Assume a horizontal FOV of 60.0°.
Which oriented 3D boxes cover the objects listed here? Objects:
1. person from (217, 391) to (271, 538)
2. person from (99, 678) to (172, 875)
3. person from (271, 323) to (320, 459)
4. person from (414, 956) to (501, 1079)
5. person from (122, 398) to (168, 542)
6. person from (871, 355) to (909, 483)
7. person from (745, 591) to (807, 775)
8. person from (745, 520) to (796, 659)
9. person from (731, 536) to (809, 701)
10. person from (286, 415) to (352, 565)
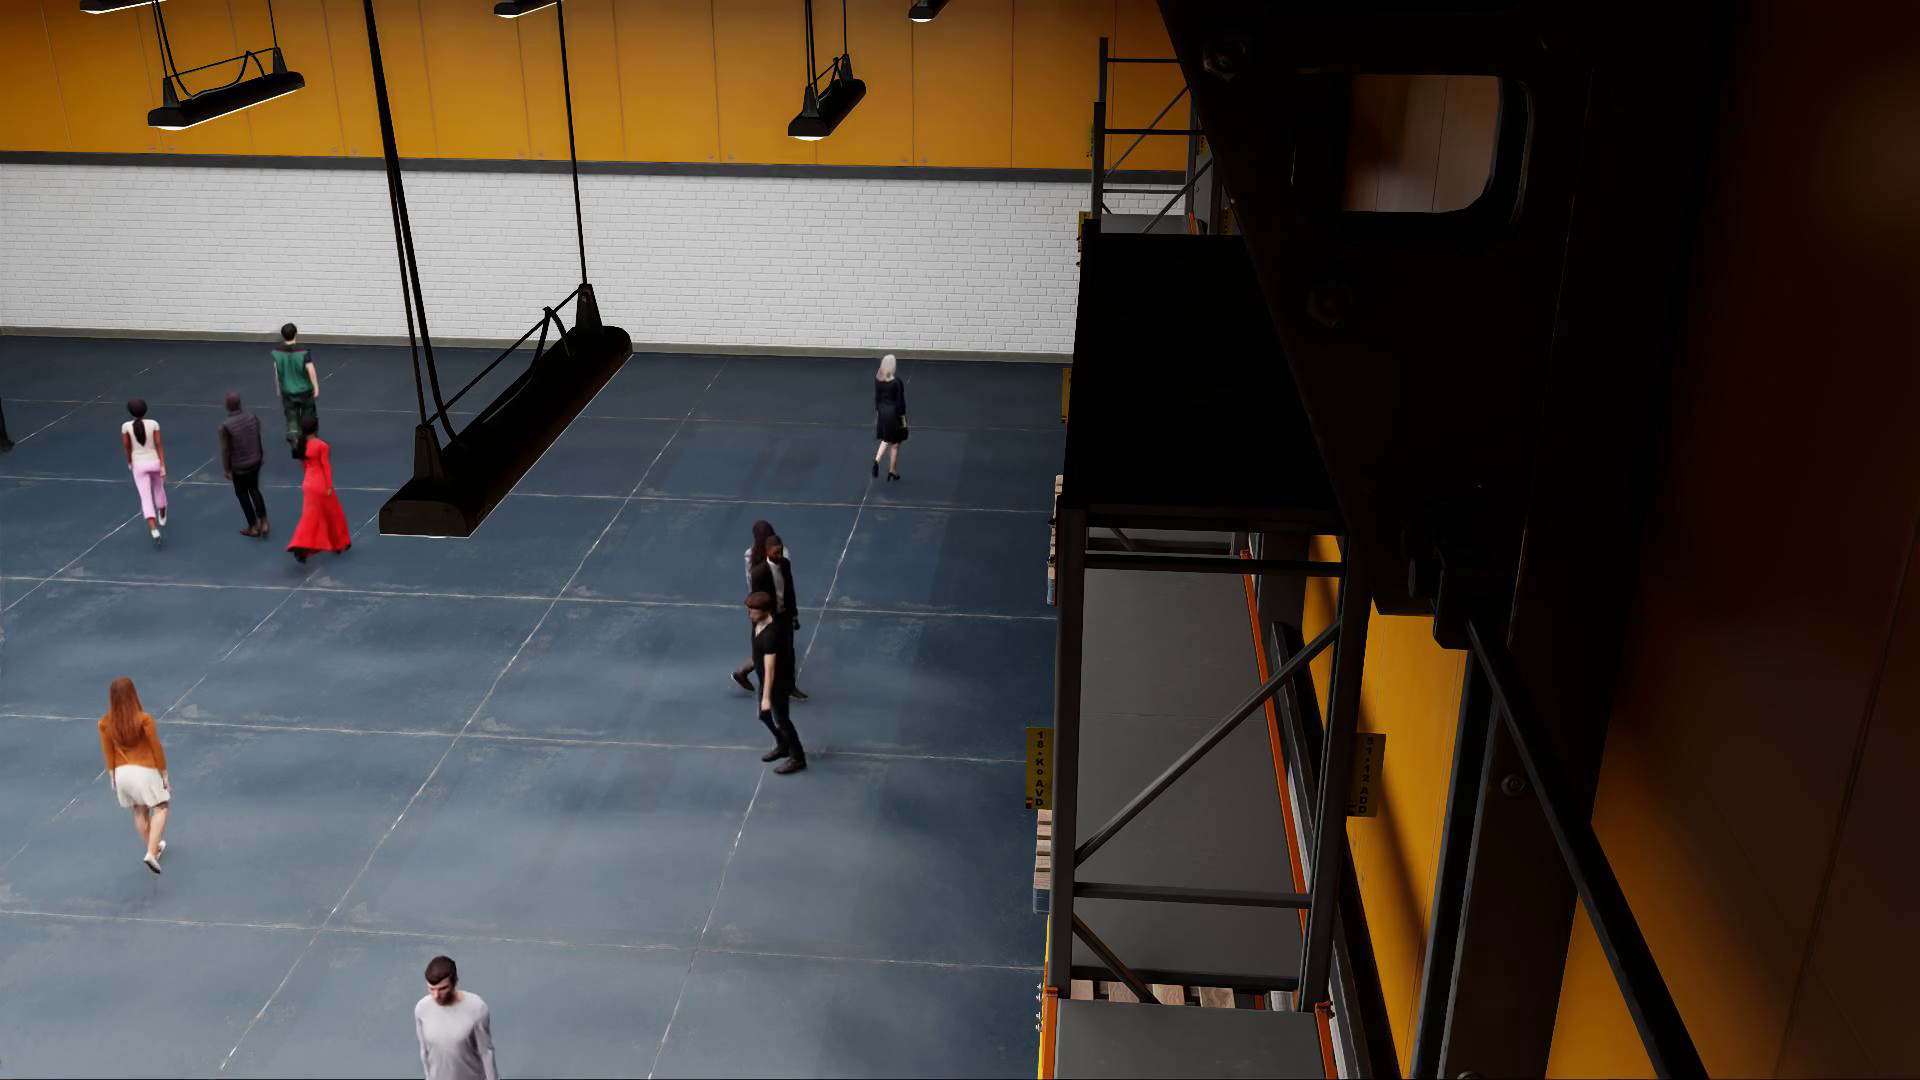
[{"bbox_3d":[-8.489,-0.889,19.749,0.921,1.833,0.838,15,28,30],"label":"person"},{"bbox_3d":[-6.654,1.943,13.432,0.716,1.705,0.939,-3,24,-7],"label":"person"},{"bbox_3d":[-8.817,-1.933,22.070,0.791,1.888,0.923,-2,24,-5],"label":"person"},{"bbox_3d":[-3.028,3.286,10.220,0.672,1.817,1.080,0,24,0],"label":"person"},{"bbox_3d":[-9.648,-0.808,19.735,1.015,1.698,1.234,-12,26,-25],"label":"person"},{"bbox_3d":[-0.929,-1.517,21.312,0.844,1.733,0.944,17,29,34],"label":"person"},{"bbox_3d":[-1.588,1.253,14.821,0.897,1.856,0.816,-3,24,-7],"label":"person"},{"bbox_3d":[-1.891,0.607,16.614,0.684,1.604,0.644,-2,24,-5],"label":"person"},{"bbox_3d":[-1.888,0.765,16.033,1.025,1.779,1.026,13,27,27],"label":"person"},{"bbox_3d":[-7.434,-0.556,19.079,0.778,1.760,1.115,8,25,17],"label":"person"}]
